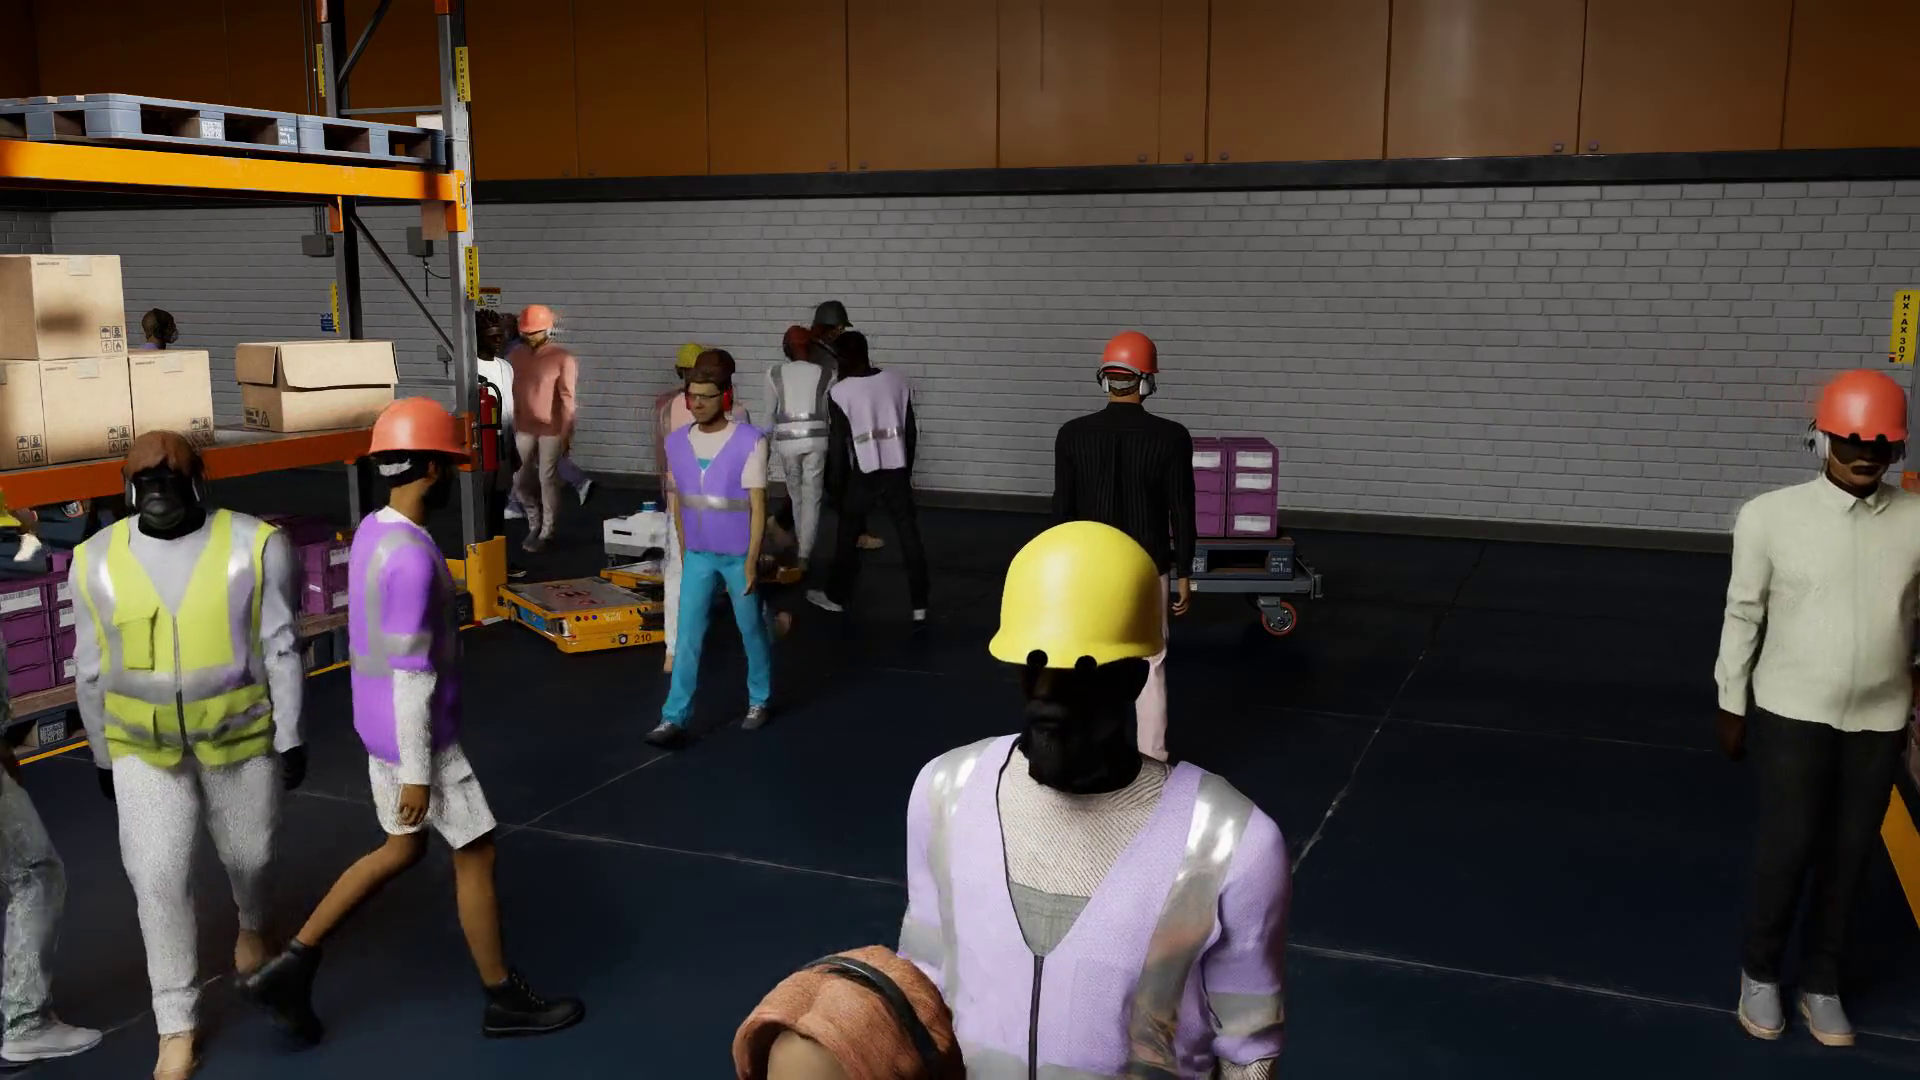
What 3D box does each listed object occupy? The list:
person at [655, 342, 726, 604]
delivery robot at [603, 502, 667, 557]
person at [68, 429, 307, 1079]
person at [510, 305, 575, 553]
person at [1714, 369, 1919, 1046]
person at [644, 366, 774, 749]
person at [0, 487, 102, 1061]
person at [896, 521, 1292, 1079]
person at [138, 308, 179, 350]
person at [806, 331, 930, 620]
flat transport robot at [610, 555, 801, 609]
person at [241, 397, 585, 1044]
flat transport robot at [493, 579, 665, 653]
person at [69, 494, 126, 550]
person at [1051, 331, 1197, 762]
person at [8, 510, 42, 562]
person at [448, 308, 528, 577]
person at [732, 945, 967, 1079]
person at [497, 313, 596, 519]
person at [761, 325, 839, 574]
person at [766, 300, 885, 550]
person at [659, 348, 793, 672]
[{"bbox_3d":[-1.758,-0.423,11.034,0.527,1.767,0.331,-6,11,-34],"label":"person"},{"bbox_3d":[-2.245,-0.035,12.062,0.707,0.478,0.477,6,11,31],"label":"delivery robot"},{"bbox_3d":[-2.247,0.566,4.905,0.627,1.817,0.825,-3,10,-18],"label":"person"},{"bbox_3d":[-3.299,-0.859,13.062,0.637,1.964,0.463,4,10,22],"label":"person"},{"bbox_3d":[2.542,0.502,4.785,0.630,1.975,0.485,1,9,6],"label":"person"},{"bbox_3d":[-1.163,0.087,7.858,0.592,1.796,0.973,3,10,20],"label":"person"},{"bbox_3d":[-2.740,0.656,4.663,0.483,1.712,0.634,7,12,35],"label":"person"},{"bbox_3d":[0.160,0.925,2.371,0.586,1.930,0.357,4,10,25],"label":"person"},{"bbox_3d":[-6.226,-0.838,13.028,0.372,1.940,0.631,-8,13,-41],"label":"person"},{"bbox_3d":[-0.558,-0.414,10.744,0.657,1.843,0.857,-5,11,-29],"label":"person"},{"bbox_3d":[-1.819,0.251,11.469,0.652,0.197,1.431,7,12,36],"label":"flat transport robot"},{"bbox_3d":[-1.610,0.541,4.782,0.867,1.903,0.549,-5,11,-29],"label":"person"},{"bbox_3d":[-2.358,0.441,10.317,0.652,0.197,1.431,-6,11,-32],"label":"flat transport robot"},{"bbox_3d":[-6.814,-0.821,13.109,0.627,1.879,0.562,7,12,37],"label":"person"},{"bbox_3d":[0.700,0.114,7.088,0.616,1.993,0.395,3,10,19],"label":"person"},{"bbox_3d":[-7.371,-0.609,12.484,0.532,1.660,0.828,4,10,23],"label":"person"},{"bbox_3d":[-3.383,-0.674,11.952,0.368,1.966,0.602,4,10,22],"label":"person"},{"bbox_3d":[-0.069,1.194,1.799,0.508,1.583,0.907,3,10,20],"label":"person"},{"bbox_3d":[-3.785,-1.115,14.950,0.870,1.867,0.667,-2,9,-9],"label":"person"},{"bbox_3d":[-1.187,-0.679,12.426,0.593,1.827,0.986,0,9,-2],"label":"person"},{"bbox_3d":[-1.085,-0.914,13.183,0.870,2.000,0.686,1,9,8],"label":"person"},{"bbox_3d":[-1.367,-0.192,9.519,0.639,1.792,0.960,5,11,27],"label":"person"}]
